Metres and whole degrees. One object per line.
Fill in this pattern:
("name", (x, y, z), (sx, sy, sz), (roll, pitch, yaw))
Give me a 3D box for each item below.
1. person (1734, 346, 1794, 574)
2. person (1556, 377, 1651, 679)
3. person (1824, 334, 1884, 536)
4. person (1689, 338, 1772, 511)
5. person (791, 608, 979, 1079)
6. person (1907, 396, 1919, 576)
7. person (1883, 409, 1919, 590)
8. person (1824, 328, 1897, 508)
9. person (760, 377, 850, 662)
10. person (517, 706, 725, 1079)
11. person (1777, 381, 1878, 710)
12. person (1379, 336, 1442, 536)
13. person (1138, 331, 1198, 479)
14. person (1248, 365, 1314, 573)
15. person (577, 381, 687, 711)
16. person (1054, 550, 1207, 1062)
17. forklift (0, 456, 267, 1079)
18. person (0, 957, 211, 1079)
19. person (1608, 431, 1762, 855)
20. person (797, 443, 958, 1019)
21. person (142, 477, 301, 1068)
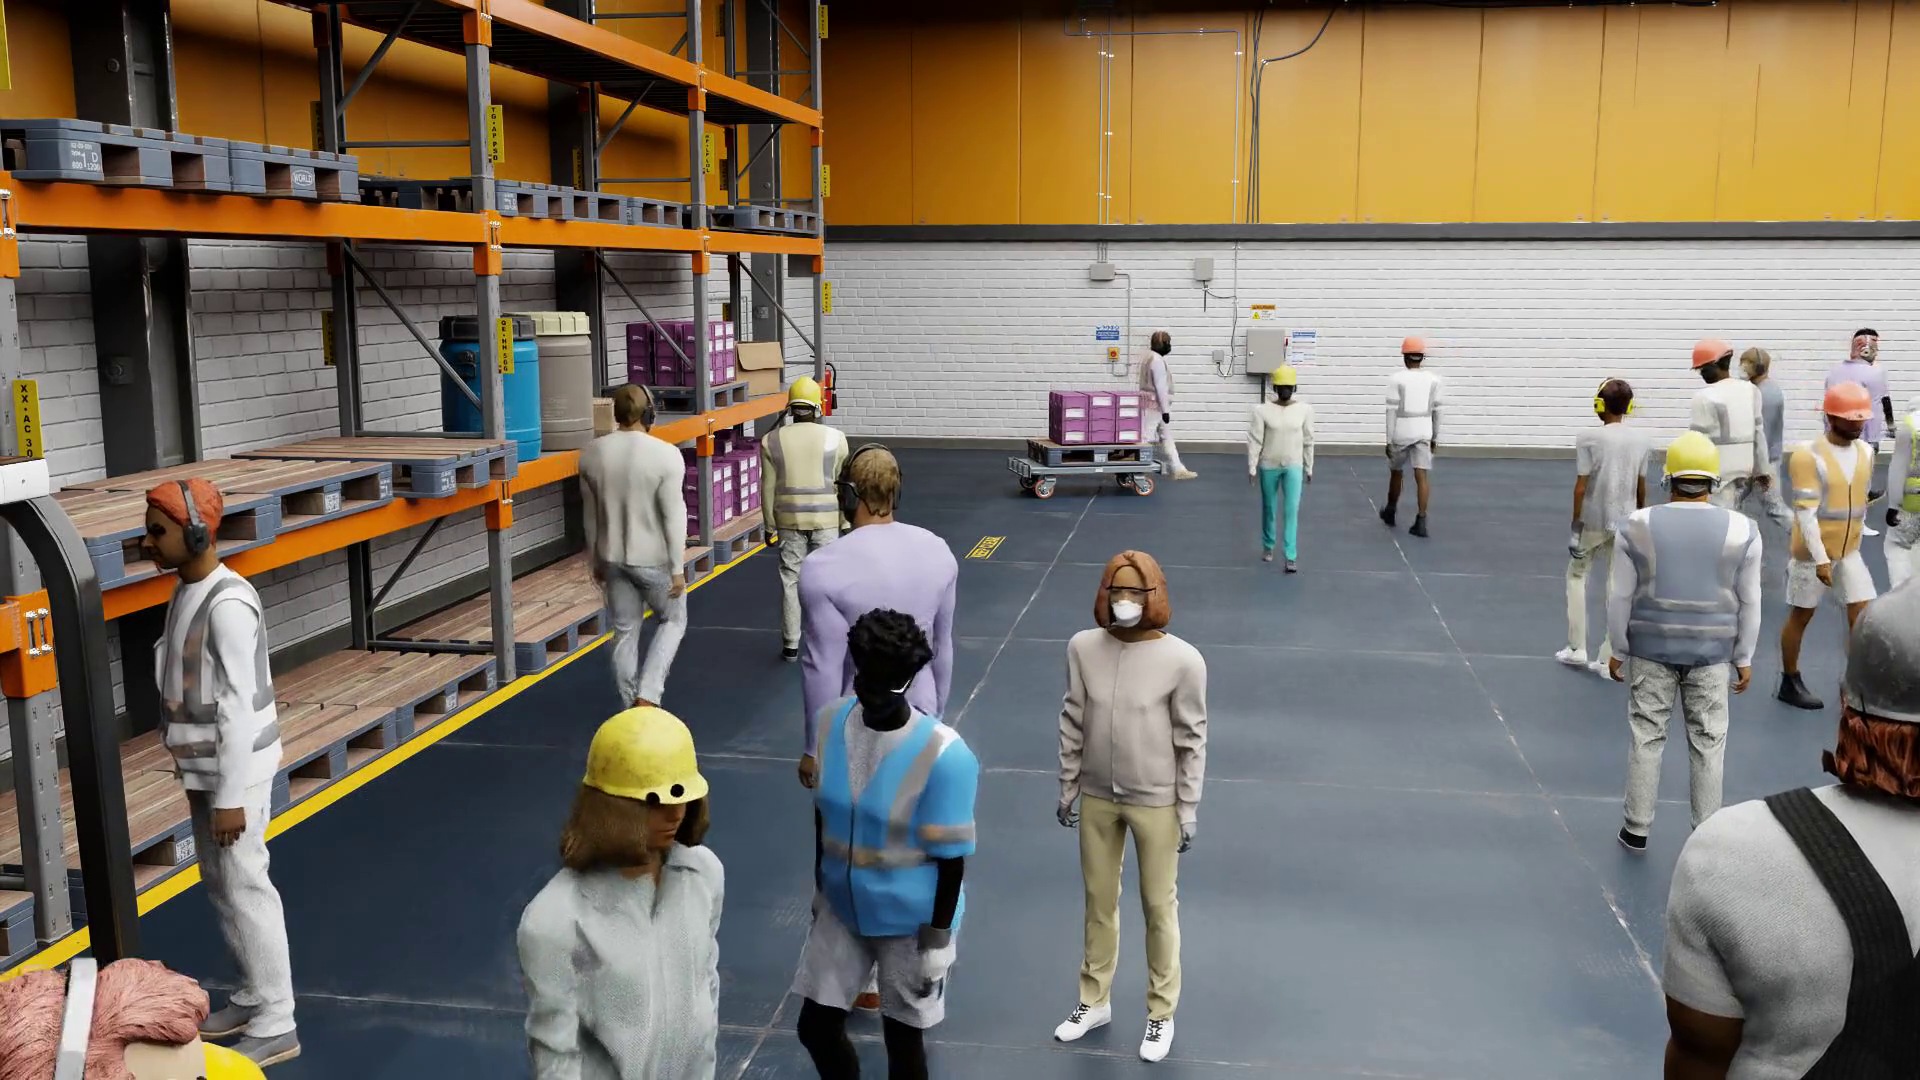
("person", (6.637, -0.641, 13.681), (1.002, 1.900, 0.664), (2, 9, 11))
("person", (4.001, -0.090, 10.393), (0.542, 1.842, 0.711), (-1, 9, -5))
("person", (8.520, -0.997, 15.838), (0.401, 1.906, 0.662), (-2, 9, -13))
("person", (5.757, -0.520, 12.601), (0.701, 1.991, 0.688), (-4, 10, -24))
("person", (-0.194, 0.979, 4.334), (0.568, 1.666, 0.403), (6, 11, 34))
("person", (7.542, -0.492, 12.807), (0.510, 1.872, 0.328), (6, 11, 32))
("person", (6.707, -0.259, 11.518), (0.650, 1.820, 0.584), (1, 9, 6))
("person", (9.367, -1.238, 17.288), (1.020, 1.908, 0.624), (-3, 10, -18))
("person", (-0.978, -0.127, 10.668), (0.587, 1.835, 0.403), (0, 9, -2))
("person", (-0.696, 1.133, 3.314), (0.888, 1.698, 0.486), (8, 12, 41))
("person", (4.912, 0.074, 9.235), (0.552, 1.894, 0.896), (-2, 9, -14))
("person", (4.334, -1.014, 15.988), (0.571, 1.878, 1.012), (-1, 9, -3))
("person", (2.327, -1.585, 19.806), (0.980, 1.794, 0.652), (0, 9, 0))
("person", (2.712, -0.619, 14.061), (0.552, 1.719, 0.904), (1, 9, 5))
("person", (-1.715, 0.115, 8.900), (0.649, 1.923, 0.436), (3, 10, 18))
("person", (0.537, 0.837, 5.326), (0.505, 1.636, 0.279), (5, 11, 30))
("forklift", (-2.328, 0.975, 2.765), (2.313, 2.155, 1.214), (1, 9, 9))
("person", (-0.810, 1.309, 1.675), (0.767, 1.871, 0.679), (-4, 10, -21))
("person", (3.069, 0.453, 7.079), (0.593, 1.837, 0.404), (3, 10, 20))
("person", (-0.283, 0.640, 5.612), (0.629, 1.940, 0.376), (-8, 12, -41))
("person", (-2.334, 0.732, 5.253), (0.346, 1.877, 0.581), (-7, 12, -37))
